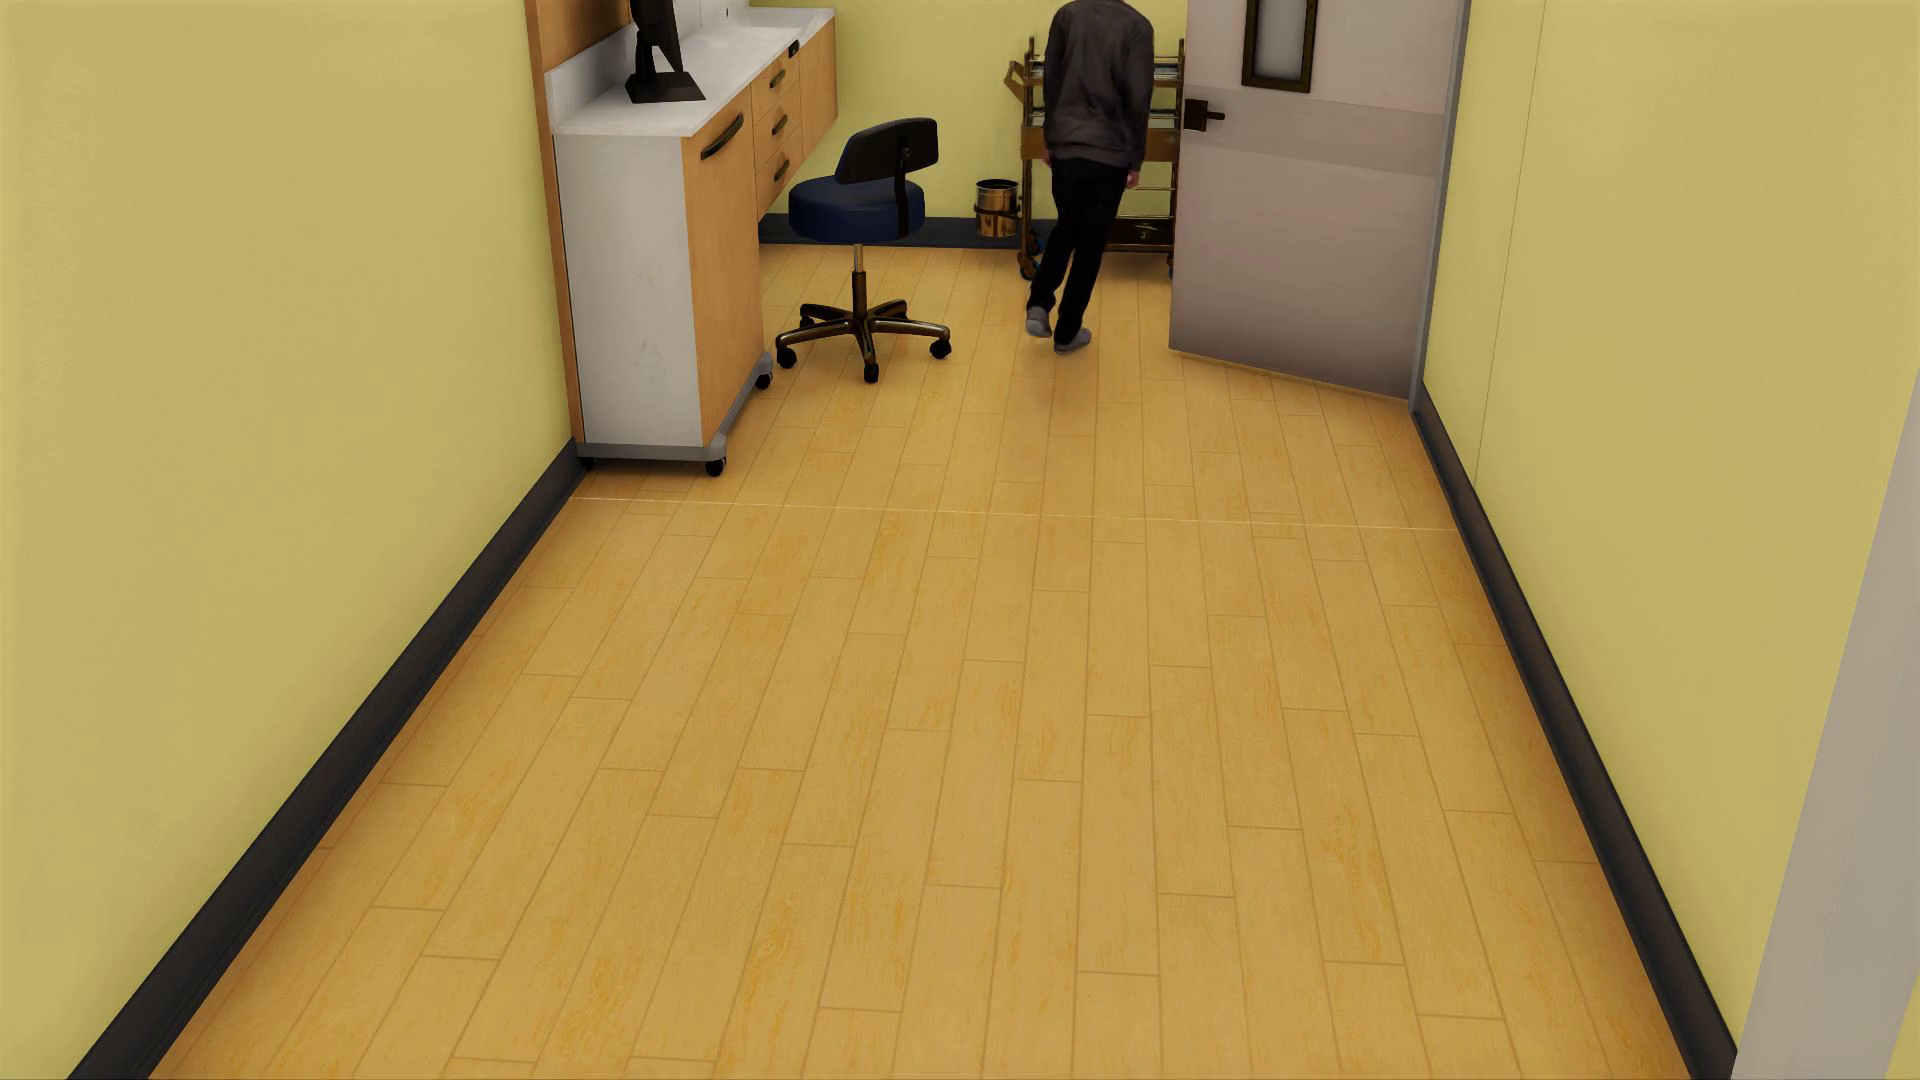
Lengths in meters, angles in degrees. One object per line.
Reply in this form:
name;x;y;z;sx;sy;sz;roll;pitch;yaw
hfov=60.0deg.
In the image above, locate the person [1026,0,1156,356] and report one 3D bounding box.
person;0.528;-1.581;6.906;0.753;1.742;0.834;9;27;17
